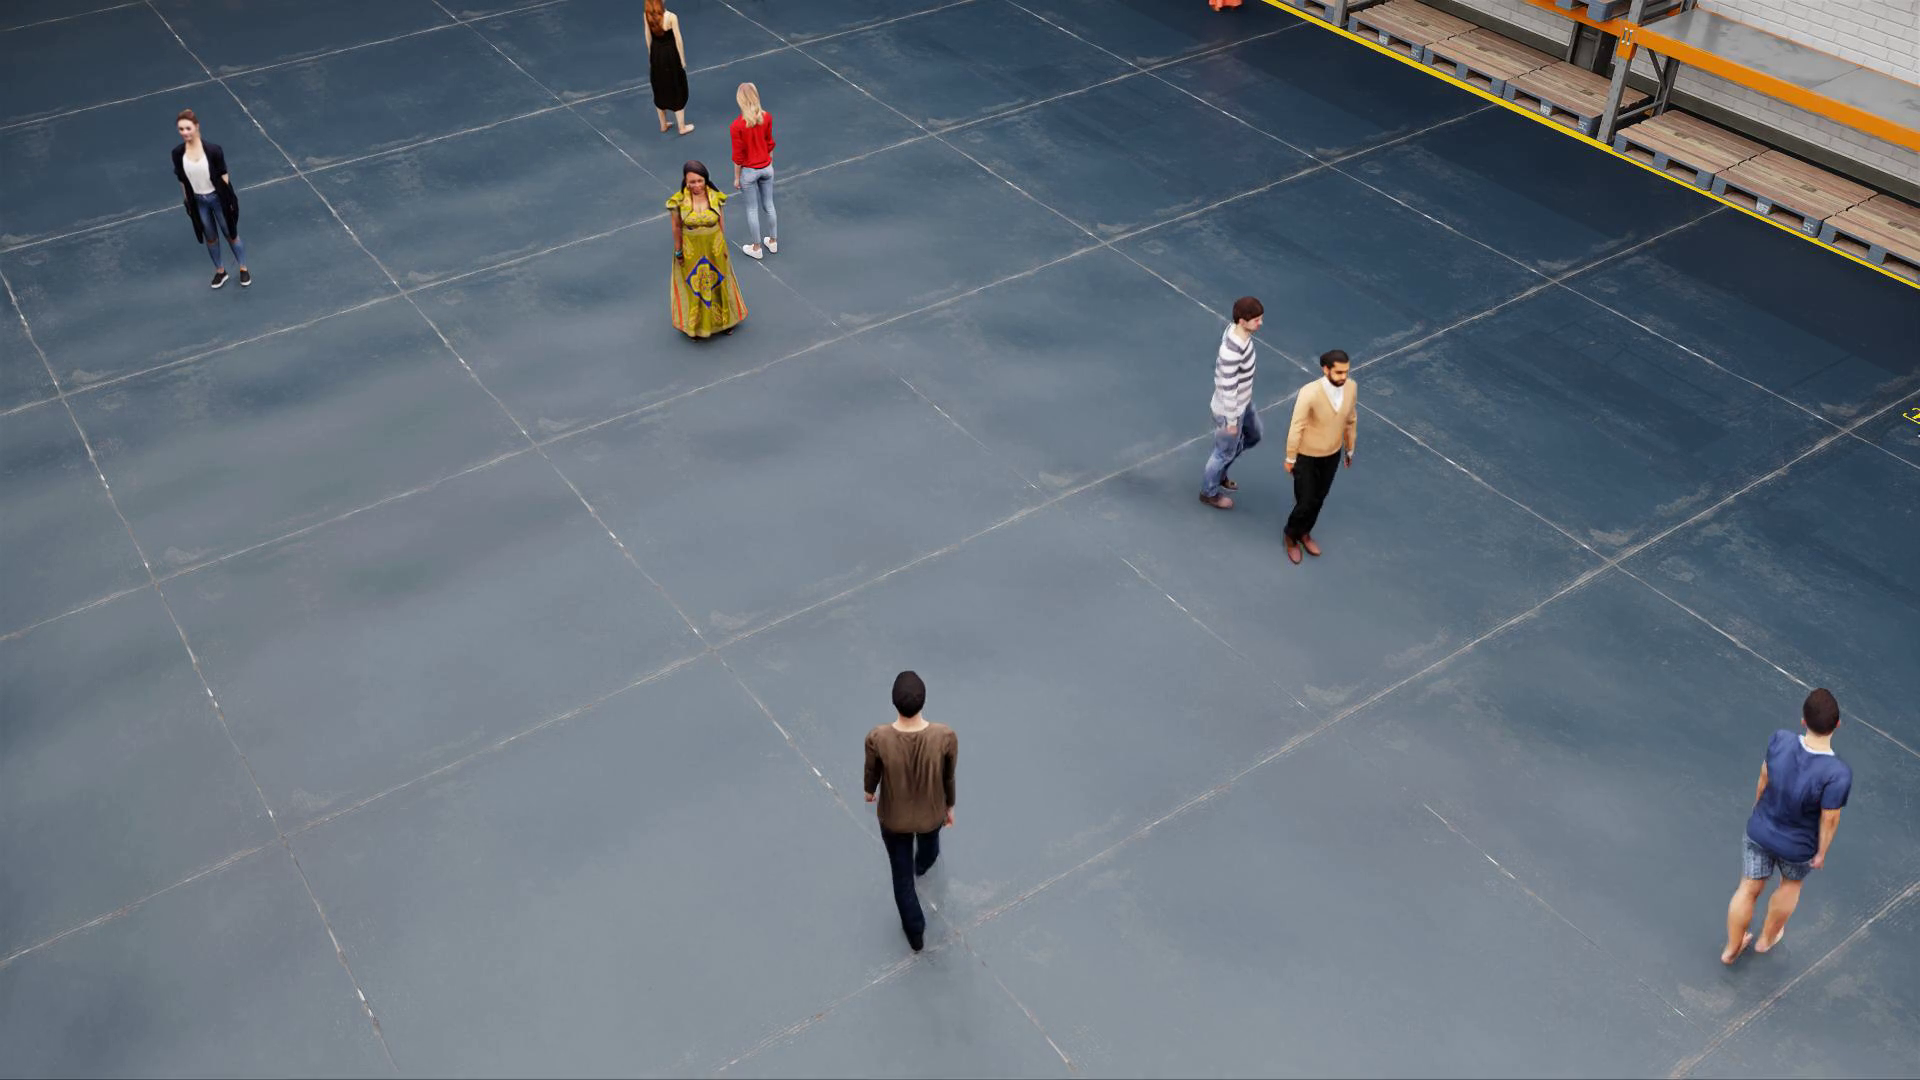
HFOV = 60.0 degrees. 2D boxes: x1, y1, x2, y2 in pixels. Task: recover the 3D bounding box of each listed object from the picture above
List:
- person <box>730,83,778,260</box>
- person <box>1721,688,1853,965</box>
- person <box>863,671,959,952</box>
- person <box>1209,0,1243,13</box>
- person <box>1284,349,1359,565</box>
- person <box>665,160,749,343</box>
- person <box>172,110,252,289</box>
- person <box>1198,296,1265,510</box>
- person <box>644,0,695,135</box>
[{"bbox_3d":[-1.918,-3.450,15.552,0.633,1.704,0.512,-27,46,-30],"label":"person"},{"bbox_3d":[4.496,1.648,9.082,0.773,1.810,0.691,-21,43,-24],"label":"person"},{"bbox_3d":[-0.261,1.553,9.168,0.954,1.852,1.144,-6,39,-7],"label":"person"},{"bbox_3d":[3.327,-7.422,20.447,0.728,1.802,0.754,-1,39,-2],"label":"person"},{"bbox_3d":[2.541,-0.663,12.033,0.713,1.741,0.660,-16,41,-19],"label":"person"},{"bbox_3d":[-2.244,-2.523,14.426,0.896,1.660,0.825,-17,42,-20],"label":"person"},{"bbox_3d":[-6.819,-3.103,15.133,0.715,1.683,0.715,-5,39,-6],"label":"person"},{"bbox_3d":[1.936,-1.025,12.413,0.841,1.831,0.799,11,40,13],"label":"person"},{"bbox_3d":[-3.144,-5.119,17.705,0.651,1.625,0.731,14,41,16],"label":"person"}]
